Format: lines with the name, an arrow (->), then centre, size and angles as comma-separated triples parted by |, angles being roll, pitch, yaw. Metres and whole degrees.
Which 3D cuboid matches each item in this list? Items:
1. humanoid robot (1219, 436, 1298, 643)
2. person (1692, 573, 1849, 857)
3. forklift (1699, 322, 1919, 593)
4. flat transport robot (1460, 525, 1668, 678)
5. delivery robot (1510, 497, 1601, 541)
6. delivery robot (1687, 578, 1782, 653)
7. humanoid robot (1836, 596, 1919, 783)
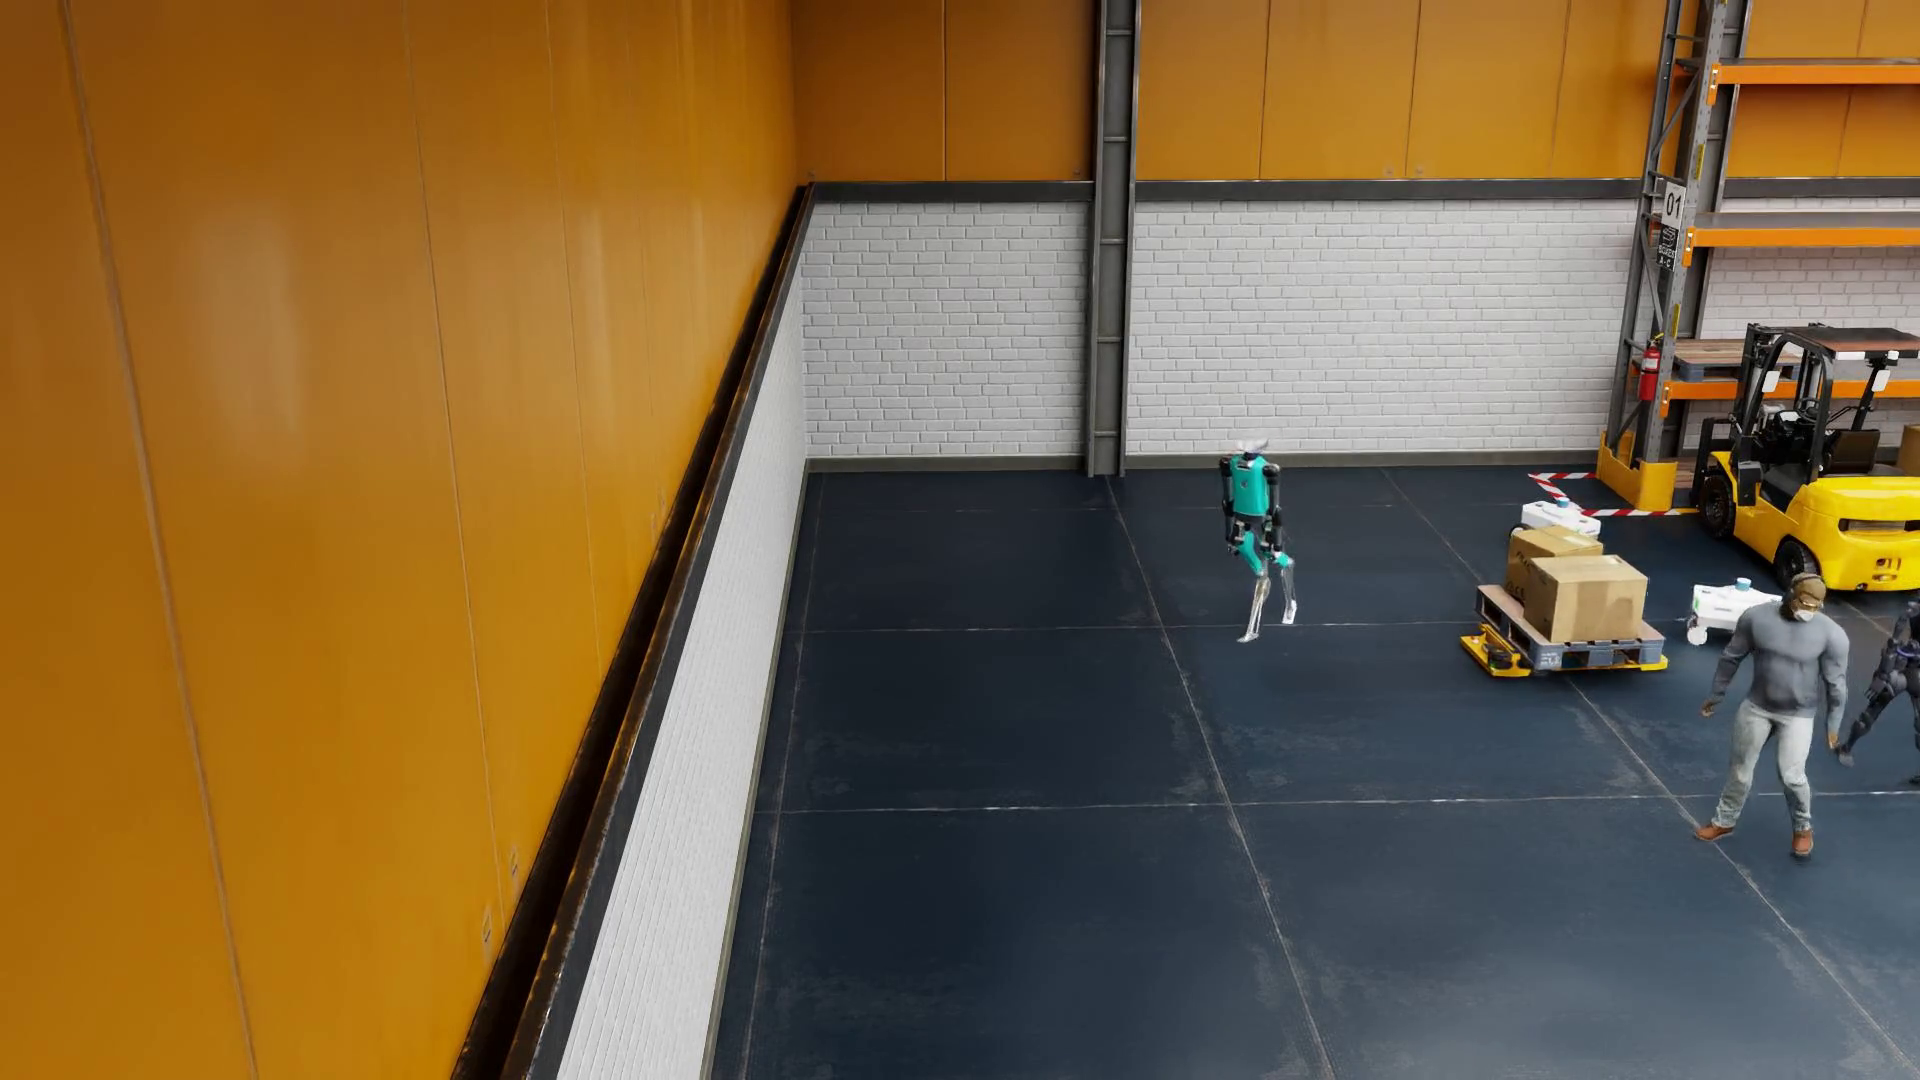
humanoid robot -> 2.573, -0.063, 13.629 | 0.950, 1.765, 0.559 | -17, 26, -38
person -> 5.071, 1.047, 10.352 | 0.535, 1.919, 0.770 | -16, 25, -36
forklift -> 7.809, -0.792, 14.926 | 1.214, 2.155, 2.313 | -1, 20, -2
flat transport robot -> 4.802, 0.855, 13.236 | 1.431, 0.231, 0.659 | -2, 20, -6
delivery robot -> 5.542, -0.107, 15.428 | 0.508, 0.595, 0.766 | -11, 23, -28
delivery robot -> 6.329, 0.601, 13.491 | 0.768, 0.581, 0.499 | 8, 22, 21
humanoid robot -> 6.431, 0.863, 11.248 | 0.610, 1.614, 0.713 | -6, 21, -16
